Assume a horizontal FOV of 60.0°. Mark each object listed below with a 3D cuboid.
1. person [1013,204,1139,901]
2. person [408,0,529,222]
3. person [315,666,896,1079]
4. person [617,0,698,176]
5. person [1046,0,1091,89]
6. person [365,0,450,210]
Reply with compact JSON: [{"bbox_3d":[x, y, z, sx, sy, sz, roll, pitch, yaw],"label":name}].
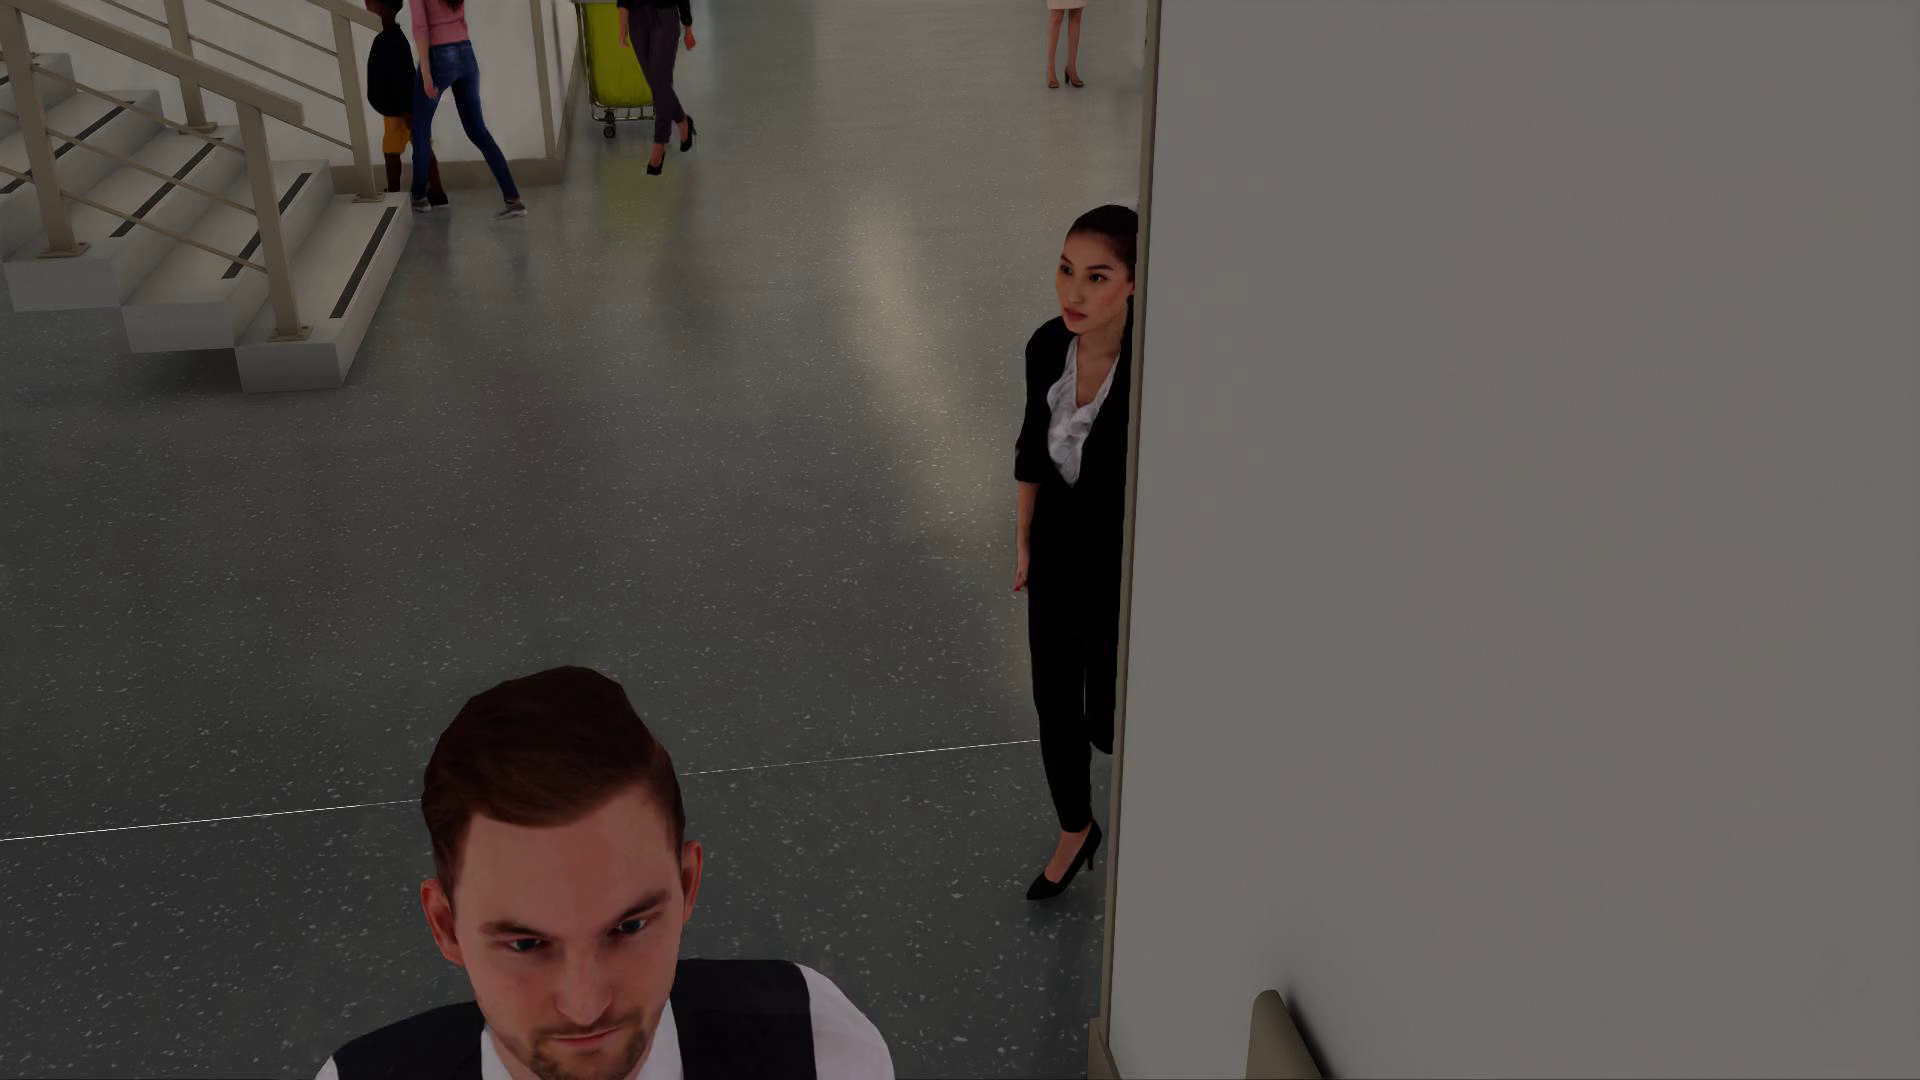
[{"bbox_3d":[0.370,0.062,3.670,0.811,1.645,0.879,22,34,38],"label":"person"},{"bbox_3d":[-2.696,-2.531,8.984,1.176,1.699,1.071,15,30,29],"label":"person"},{"bbox_3d":[-0.299,0.920,1.589,1.067,1.907,0.777,-6,26,-12],"label":"person"},{"bbox_3d":[-1.855,-3.138,10.322,1.027,1.629,0.952,8,27,16],"label":"person"},{"bbox_3d":[0.839,-4.366,12.749,0.558,1.734,0.704,-10,28,-20],"label":"person"},{"bbox_3d":[-3.077,-2.475,9.378,0.661,1.255,0.526,-5,26,-10],"label":"person"}]
